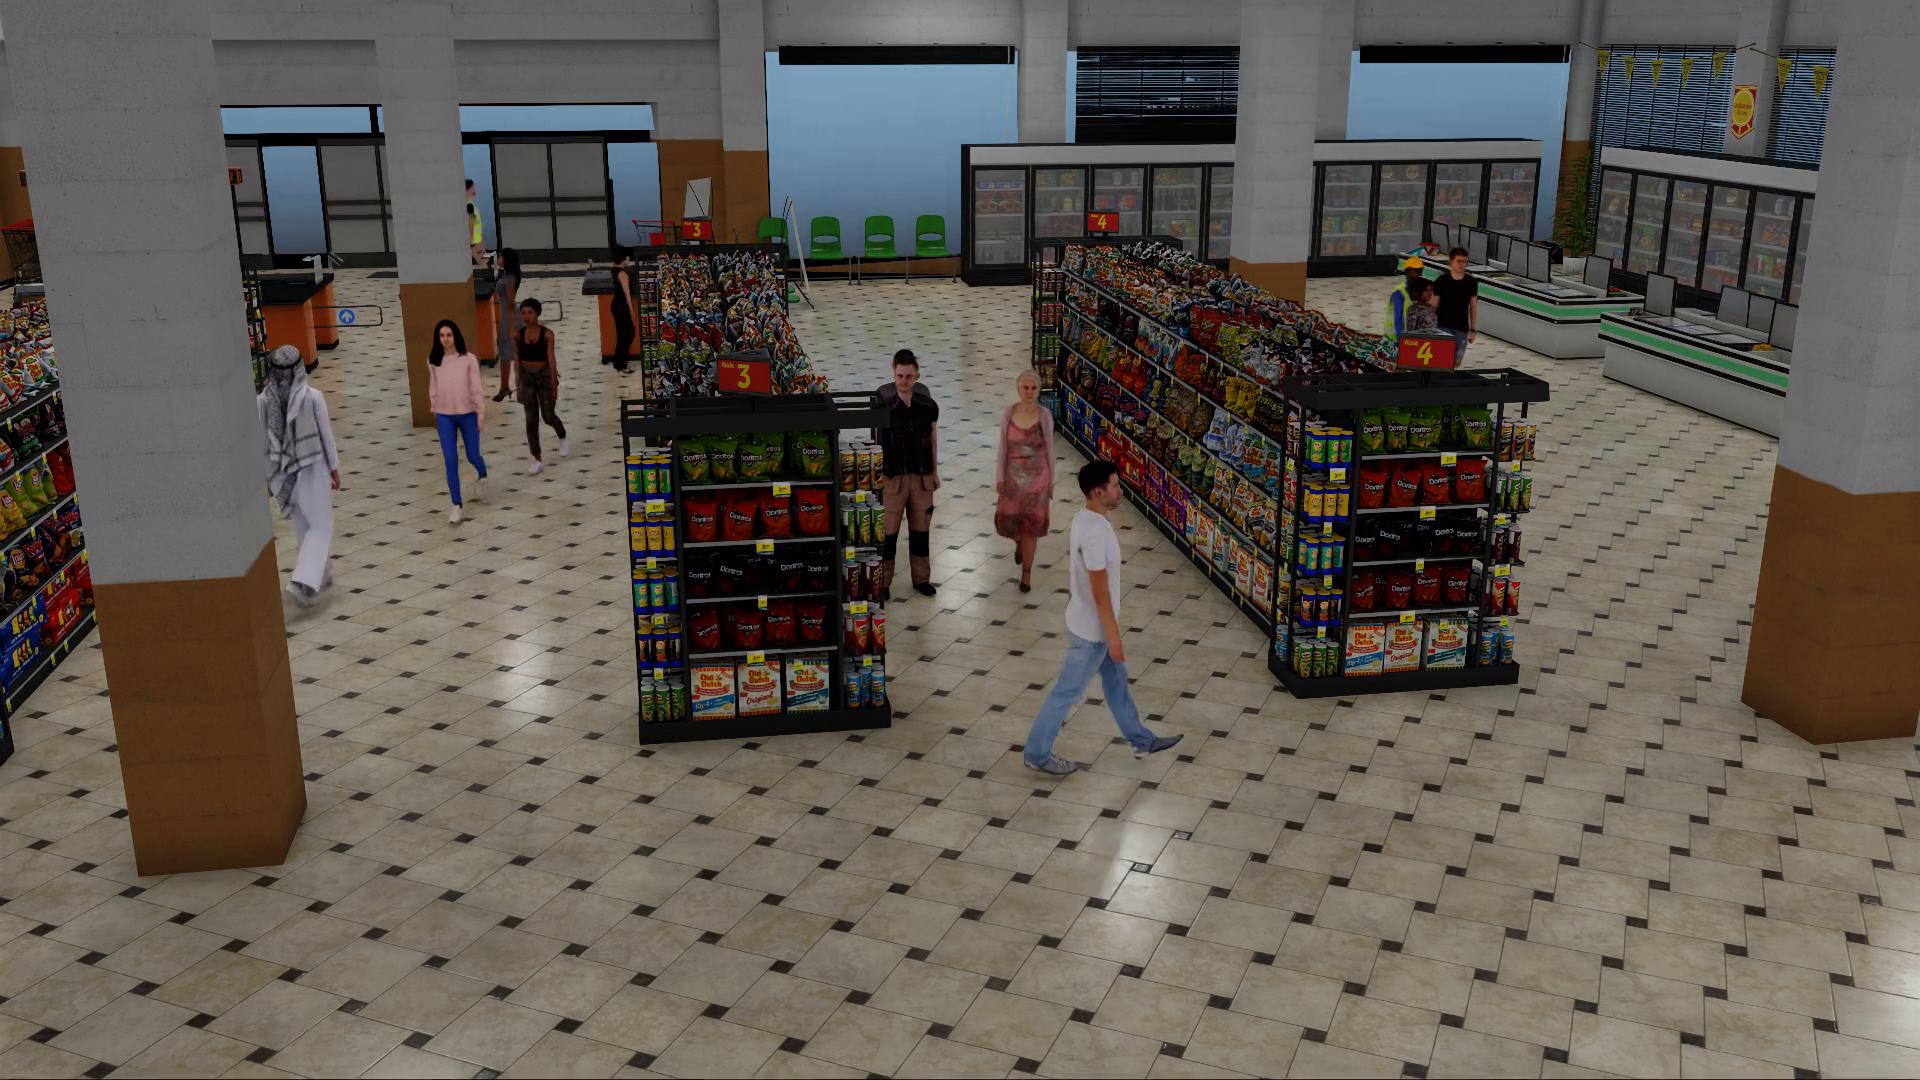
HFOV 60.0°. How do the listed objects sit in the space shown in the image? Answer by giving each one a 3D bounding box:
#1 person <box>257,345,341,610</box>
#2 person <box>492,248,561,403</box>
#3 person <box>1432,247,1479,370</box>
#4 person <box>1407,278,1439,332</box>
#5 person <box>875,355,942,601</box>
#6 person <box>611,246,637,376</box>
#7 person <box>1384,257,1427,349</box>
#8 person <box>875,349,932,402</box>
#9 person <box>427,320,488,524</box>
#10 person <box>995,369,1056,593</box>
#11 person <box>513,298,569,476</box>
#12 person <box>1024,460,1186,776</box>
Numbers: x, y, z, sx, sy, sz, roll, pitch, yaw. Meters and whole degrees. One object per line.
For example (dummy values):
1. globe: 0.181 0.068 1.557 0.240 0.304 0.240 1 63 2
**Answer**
1. person: -4.862 -0.437 12.186 0.813 1.889 1.256 0 17 0
2. person: -5.038 -2.448 19.033 0.718 1.759 0.970 -1 17 -5
3. person: 5.485 -2.362 18.640 0.828 1.823 1.173 1 17 2
4. person: 4.702 -1.839 17.105 0.676 1.714 0.705 -14 22 -38
5. person: -0.405 -0.480 12.412 0.707 1.841 0.622 -5 18 -16
6. person: -4.255 -2.825 20.567 0.719 1.590 0.582 -9 19 -26
7. person: 4.743 -2.167 18.069 0.855 1.781 1.147 -8 18 -23
8. person: -0.453 -0.647 13.113 0.610 1.754 0.530 -3 17 -9
9. person: -4.349 -1.055 14.481 0.740 1.738 1.128 0 17 -1
10. person: 0.493 -0.471 12.663 0.754 1.678 0.922 2 17 6
11. person: -4.045 -1.505 16.048 0.731 1.690 0.913 2 17 8
12. person: 0.647 0.483 9.290 0.896 1.811 1.155 0 17 1
